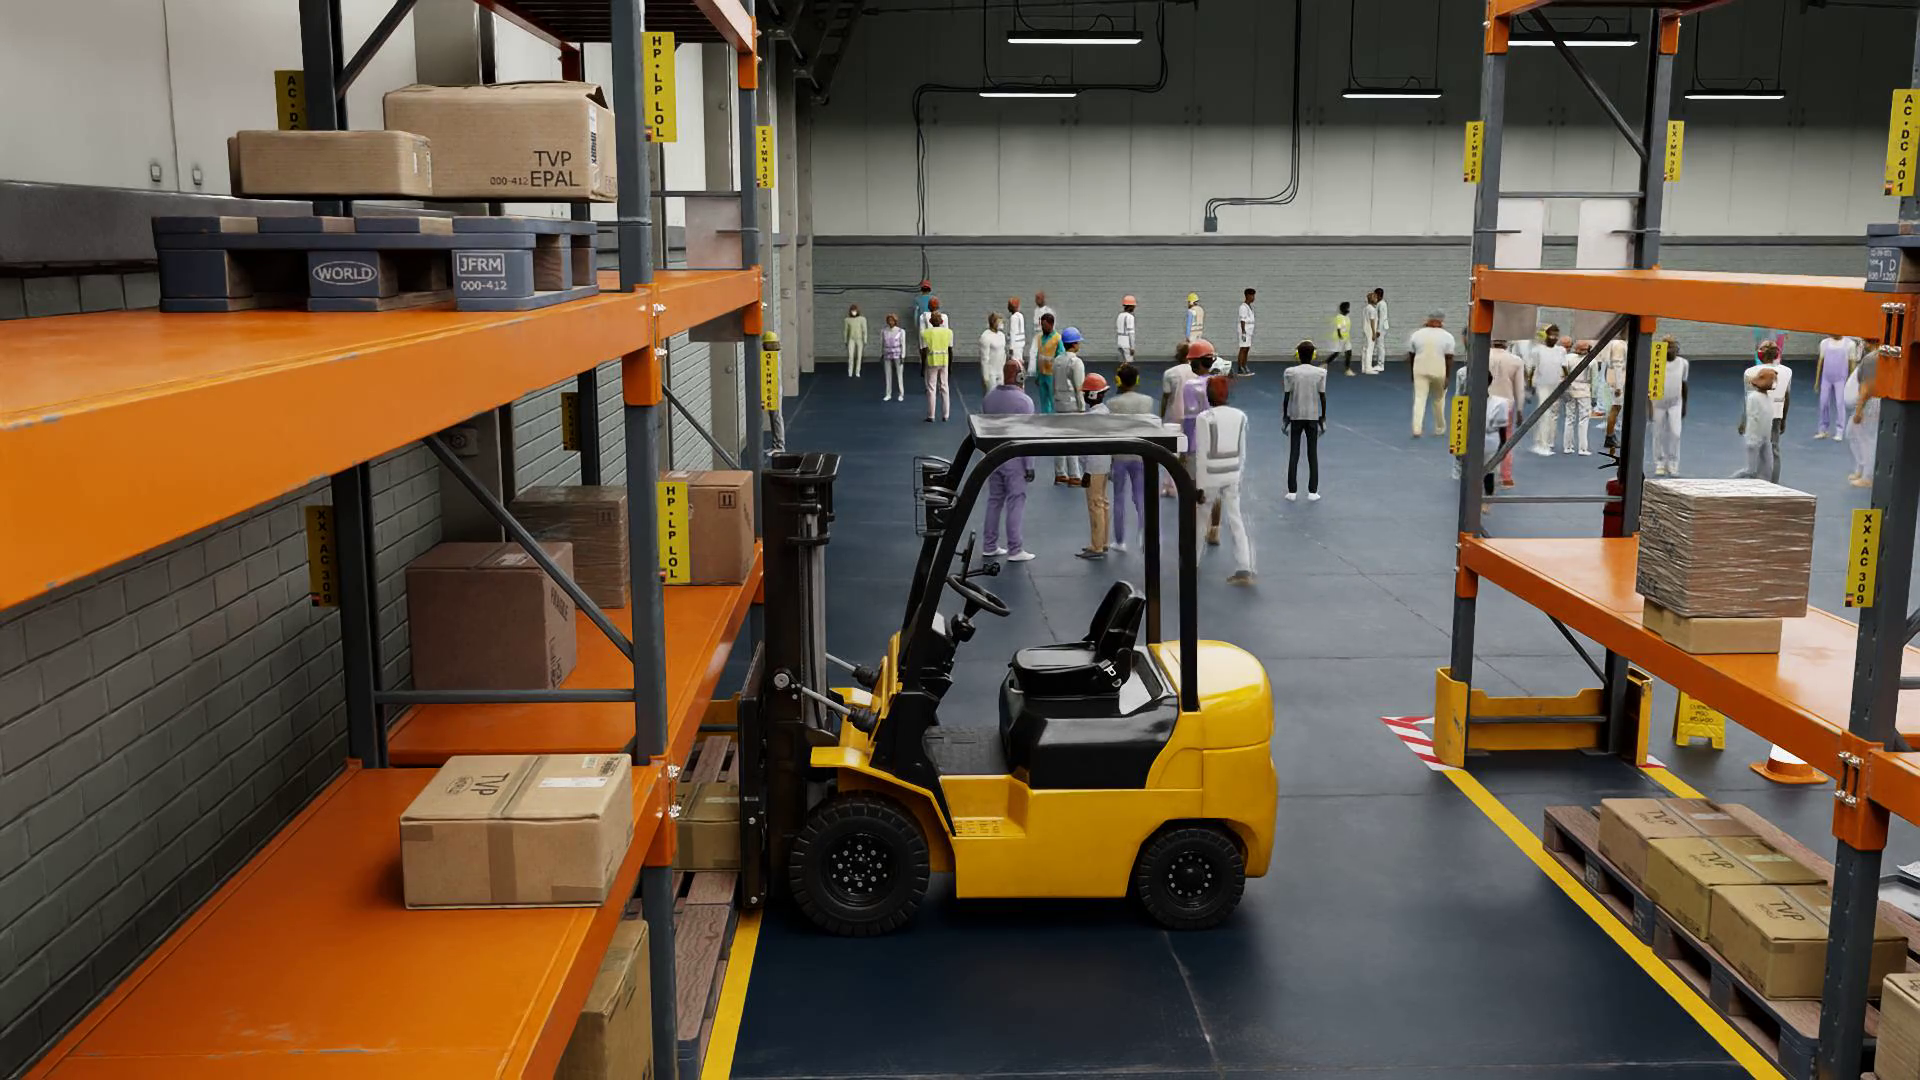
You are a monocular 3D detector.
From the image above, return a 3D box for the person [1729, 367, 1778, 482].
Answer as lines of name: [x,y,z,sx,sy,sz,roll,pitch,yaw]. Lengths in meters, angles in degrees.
person: [8.815,-1.113,18.443,0.527,1.609,0.629,-7,12,-35]

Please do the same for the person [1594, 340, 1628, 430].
person: [10.439,-2.668,26.481,0.683,1.846,0.513,10,14,44]

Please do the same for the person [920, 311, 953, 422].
person: [-0.384,-2.873,27.605,0.567,1.847,0.389,-4,11,-20]

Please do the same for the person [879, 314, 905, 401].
person: [-1.268,-3.429,31.304,0.518,1.632,0.314,3,11,18]

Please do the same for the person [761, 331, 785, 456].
person: [-2.644,-2.052,23.321,0.321,1.742,0.492,-3,11,-15]

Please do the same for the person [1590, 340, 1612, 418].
person: [10.863,-3.069,28.289,0.393,1.990,0.616,4,11,20]

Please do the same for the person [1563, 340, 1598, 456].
person: [8.696,-1.998,23.337,0.312,1.634,0.514,-8,13,-36]

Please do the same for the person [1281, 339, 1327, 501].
person: [3.980,-1.384,19.235,0.514,1.876,0.328,2,10,12]

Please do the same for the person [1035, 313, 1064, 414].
person: [1.362,-2.489,25.282,0.392,1.914,0.588,-7,12,-35]

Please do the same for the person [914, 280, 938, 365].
person: [-0.833,-5.297,40.562,0.611,2.043,0.375,-1,10,-8]

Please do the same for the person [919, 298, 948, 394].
person: [-0.518,-3.827,32.817,0.584,1.882,0.344,-1,10,-6]

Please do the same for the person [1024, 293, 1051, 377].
person: [1.689,-4.481,36.531,0.856,1.852,0.611,-7,13,-36]

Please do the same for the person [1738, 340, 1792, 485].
person: [9.362,-1.391,19.356,0.564,1.843,0.395,-1,10,-5]

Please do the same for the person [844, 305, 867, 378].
person: [-2.299,-4.357,36.575,0.507,1.593,0.840,-1,10,-4]

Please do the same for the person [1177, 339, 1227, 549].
person: [2.345,-0.937,16.275,0.615,2.040,0.391,-9,14,-42]

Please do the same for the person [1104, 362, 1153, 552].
person: [1.627,-0.771,15.889,0.533,1.851,0.611,-2,10,-13]

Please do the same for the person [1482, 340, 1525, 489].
person: [6.533,-1.610,20.266,0.679,1.968,0.499,3,11,18]

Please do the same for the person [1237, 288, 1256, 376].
person: [6.416,-4.657,37.242,0.377,1.958,0.602,5,11,24]

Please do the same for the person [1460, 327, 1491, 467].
person: [6.803,-1.860,21.843,0.495,1.889,0.635,-1,10,-7]

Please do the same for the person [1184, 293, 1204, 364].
person: [5.278,-4.663,37.660,0.404,1.824,0.586,8,13,39]

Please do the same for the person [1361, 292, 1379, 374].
person: [9.280,-4.667,37.603,0.342,1.846,0.507,-1,10,-7]

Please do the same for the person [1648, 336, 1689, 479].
person: [8.942,-1.674,21.041,0.512,1.803,0.739,3,10,14]

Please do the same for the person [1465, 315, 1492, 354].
person: [10.266,-3.825,32.810,0.703,1.888,0.412,9,14,41]

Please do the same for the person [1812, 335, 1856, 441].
person: [13.154,-2.406,25.019,0.332,1.842,0.524,-9,13,-40]

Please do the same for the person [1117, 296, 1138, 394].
person: [3.269,-3.798,32.501,0.374,1.939,0.545,-4,11,-21]

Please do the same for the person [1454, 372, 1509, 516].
person: [5.505,-0.990,17.581,0.543,1.685,0.506,4,11,23]

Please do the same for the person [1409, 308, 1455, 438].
person: [7.219,-2.589,25.480,0.686,2.000,1.010,5,11,26]

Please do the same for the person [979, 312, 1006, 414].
person: [0.501,-2.516,25.403,0.369,1.932,0.623,6,12,28]

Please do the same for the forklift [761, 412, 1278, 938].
forklift: [0.291,0.548,7.580,2.313,2.155,1.214,0,10,-2]

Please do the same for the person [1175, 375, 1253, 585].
person: [2.282,-0.533,14.629,0.616,1.841,0.983,-6,12,-28]

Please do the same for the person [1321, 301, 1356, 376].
person: [8.483,-4.499,37.141,0.723,1.672,0.534,10,14,43]

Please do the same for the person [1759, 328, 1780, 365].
person: [15.811,-3.760,32.394,0.421,1.904,0.709,3,11,15]

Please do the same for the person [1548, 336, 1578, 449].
person: [8.711,-2.127,24.047,0.530,1.635,0.313,4,11,19]

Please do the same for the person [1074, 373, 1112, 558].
person: [1.268,-0.702,15.769,0.326,1.751,0.559,3,11,18]

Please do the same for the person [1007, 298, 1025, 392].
person: [1.104,-3.839,32.921,0.347,1.876,0.572,3,11,15]

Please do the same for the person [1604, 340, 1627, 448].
person: [9.586,-2.288,24.145,0.391,1.924,0.548,4,11,22]

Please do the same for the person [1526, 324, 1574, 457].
person: [8.247,-2.068,23.150,0.505,1.832,0.839,-2,10,-12]

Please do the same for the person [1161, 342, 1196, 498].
person: [2.608,-1.405,19.498,0.532,1.829,0.405,-1,10,-4]

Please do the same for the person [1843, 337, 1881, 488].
person: [11.037,-1.653,20.269,0.567,2.000,0.707,8,13,38]

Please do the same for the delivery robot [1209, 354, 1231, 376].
delivery robot: [5.532,-3.791,36.059,0.477,0.478,0.707,-8,13,-38]

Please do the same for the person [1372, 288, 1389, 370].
person: [9.773,-4.895,38.689,0.390,1.914,0.587,2,10,13]

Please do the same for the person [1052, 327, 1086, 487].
person: [1.343,-1.617,20.321,0.381,1.951,0.605,-6,12,-31]

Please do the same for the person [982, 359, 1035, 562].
person: [0.486,-0.752,15.668,0.398,1.897,0.642,-9,13,-41]
